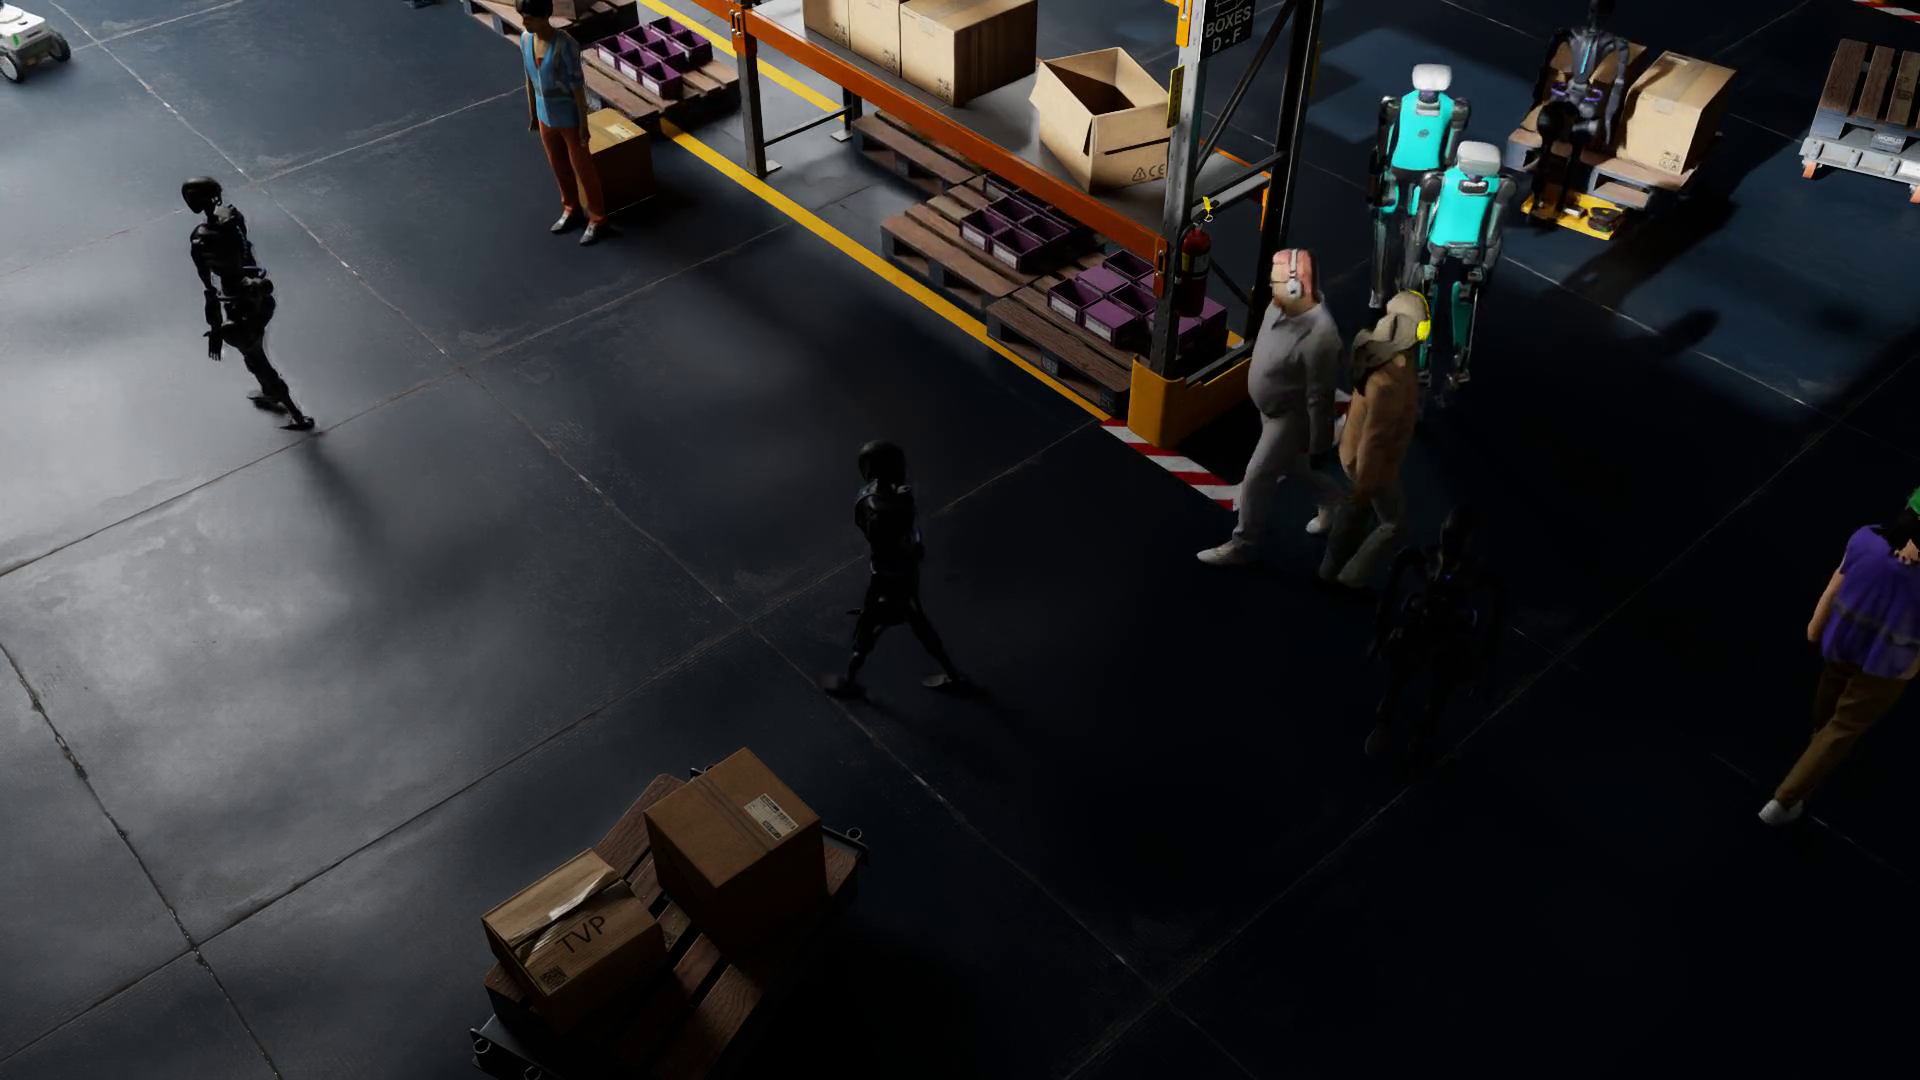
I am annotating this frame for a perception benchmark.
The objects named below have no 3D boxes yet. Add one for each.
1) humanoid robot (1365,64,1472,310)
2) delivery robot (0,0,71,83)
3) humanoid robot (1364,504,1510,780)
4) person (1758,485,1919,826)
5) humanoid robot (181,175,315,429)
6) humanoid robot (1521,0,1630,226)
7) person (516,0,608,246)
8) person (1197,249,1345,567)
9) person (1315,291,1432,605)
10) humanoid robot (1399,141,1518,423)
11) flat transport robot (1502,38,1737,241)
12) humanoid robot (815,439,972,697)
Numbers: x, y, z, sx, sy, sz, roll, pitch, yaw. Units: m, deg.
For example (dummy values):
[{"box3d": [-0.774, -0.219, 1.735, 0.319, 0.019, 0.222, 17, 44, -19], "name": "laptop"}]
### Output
[{"box3d": [2.797, -2.268, 10.433, 0.533, 1.732, 0.730, 5, 43, 6], "name": "humanoid robot"}, {"box3d": [-7.570, -4.021, 13.269, 0.809, 0.611, 0.499, 22, 47, 22], "name": "delivery robot"}, {"box3d": [2.156, 0.490, 7.521, 0.601, 1.651, 0.339, 17, 45, 18], "name": "humanoid robot"}, {"box3d": [4.062, 0.467, 7.389, 0.967, 1.890, 0.538, -27, 49, -26], "name": "person"}, {"box3d": [-4.156, -1.331, 9.510, 0.602, 1.644, 0.583, 3, 43, 4], "name": "humanoid robot"}, {"box3d": [4.115, -2.898, 11.208, 0.600, 1.651, 0.334, 17, 45, 17], "name": "humanoid robot"}, {"box3d": [-2.666, -2.812, 11.055, 0.502, 1.758, 0.339, 21, 47, 21], "name": "person"}, {"box3d": [1.754, -0.686, 8.664, 0.880, 1.855, 0.671, -7, 43, -7], "name": "person"}, {"box3d": [2.128, -0.435, 8.390, 0.506, 1.857, 0.574, 6, 43, 6], "name": "person"}, {"box3d": [2.800, -1.344, 9.462, 0.543, 1.783, 0.680, 0, 43, 0], "name": "humanoid robot"}, {"box3d": [4.631, -2.617, 11.941, 0.659, 0.231, 1.431, 27, 49, 26], "name": "flat transport robot"}, {"box3d": [-0.316, 0.164, 7.912, 0.783, 1.628, 0.600, 7, 43, 7], "name": "humanoid robot"}]
